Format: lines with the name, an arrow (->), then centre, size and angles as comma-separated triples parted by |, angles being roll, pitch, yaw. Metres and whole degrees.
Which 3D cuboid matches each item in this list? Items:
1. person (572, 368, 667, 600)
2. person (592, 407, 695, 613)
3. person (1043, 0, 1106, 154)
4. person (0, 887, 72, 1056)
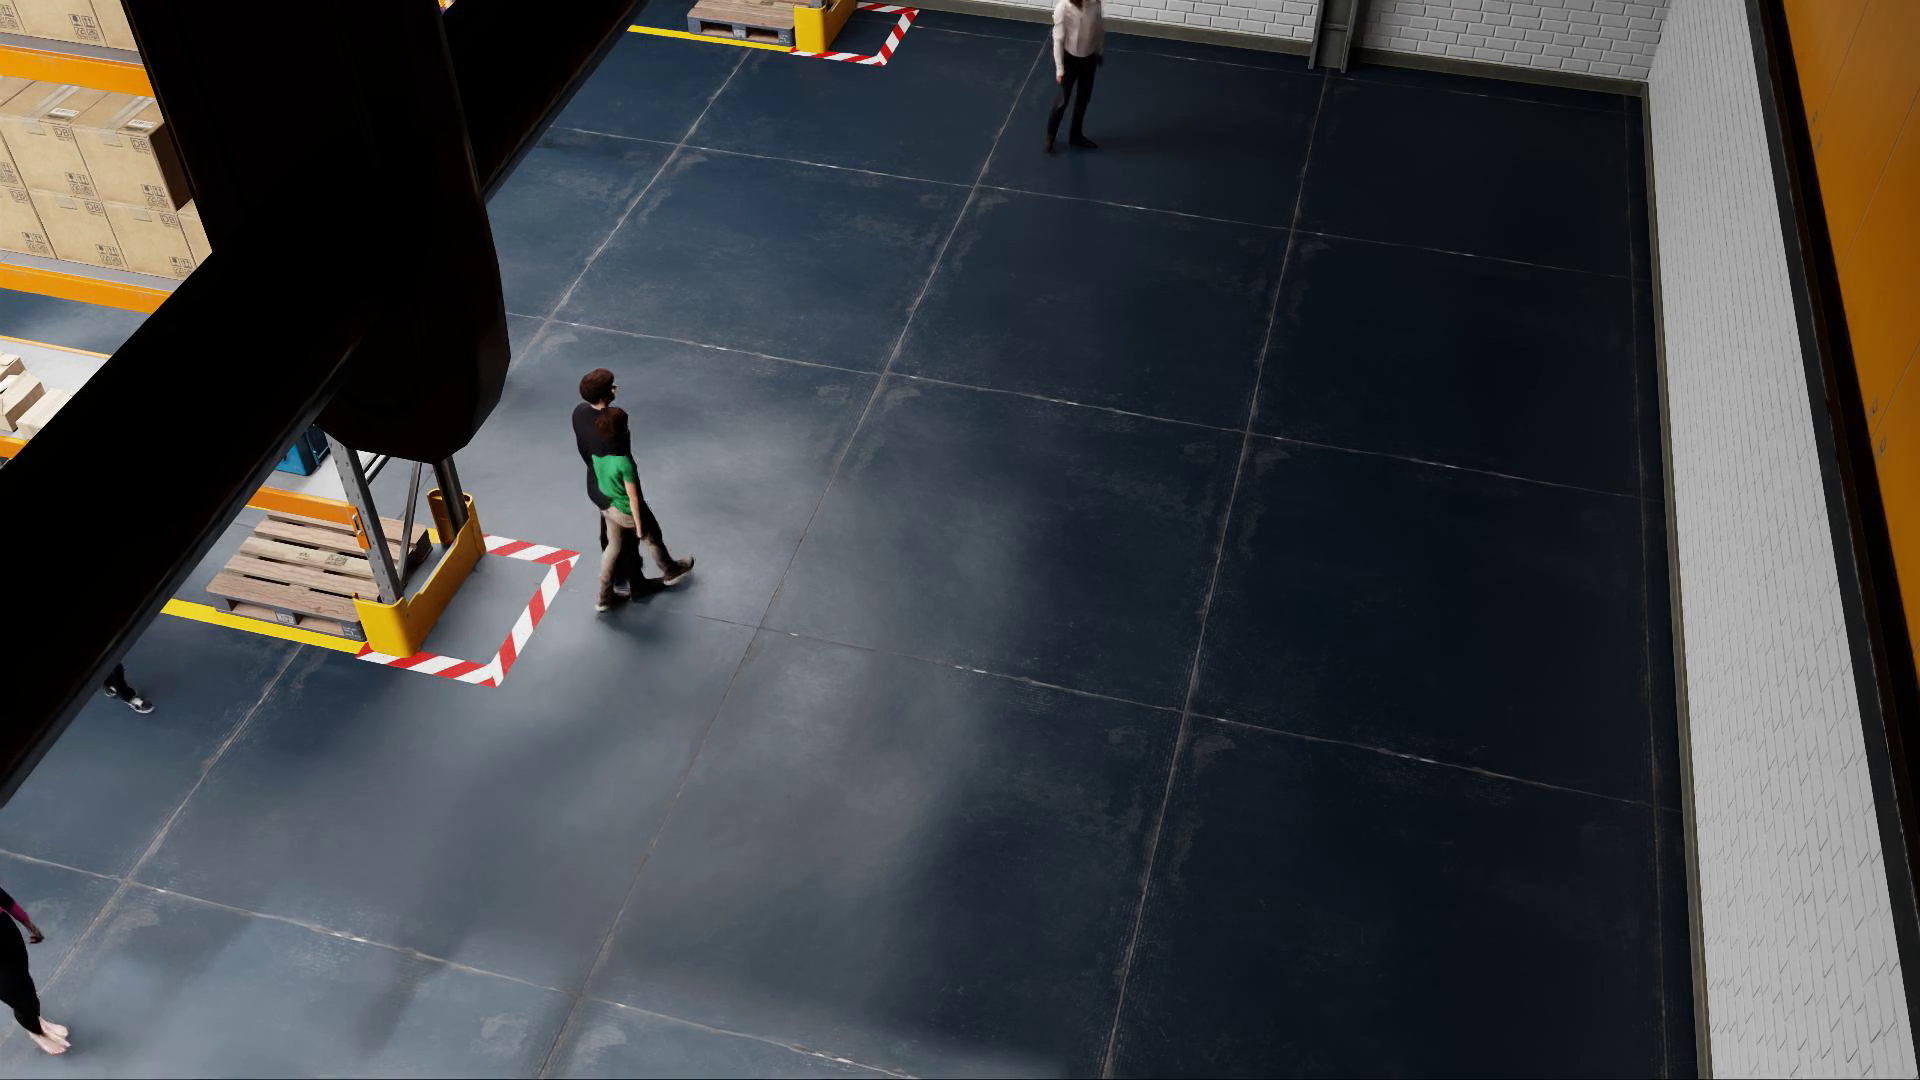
person -> -2.356, -0.375, 11.295 | 0.850, 1.894, 0.734 | -34, 53, -30
person -> -2.339, -0.169, 11.280 | 1.064, 1.618, 0.976 | 34, 53, 30
person -> 1.141, -4.532, 15.700 | 0.884, 1.838, 0.832 | 34, 53, 30
person -> -5.181, 2.132, 8.775 | 0.610, 1.742, 0.580 | 11, 45, 12
